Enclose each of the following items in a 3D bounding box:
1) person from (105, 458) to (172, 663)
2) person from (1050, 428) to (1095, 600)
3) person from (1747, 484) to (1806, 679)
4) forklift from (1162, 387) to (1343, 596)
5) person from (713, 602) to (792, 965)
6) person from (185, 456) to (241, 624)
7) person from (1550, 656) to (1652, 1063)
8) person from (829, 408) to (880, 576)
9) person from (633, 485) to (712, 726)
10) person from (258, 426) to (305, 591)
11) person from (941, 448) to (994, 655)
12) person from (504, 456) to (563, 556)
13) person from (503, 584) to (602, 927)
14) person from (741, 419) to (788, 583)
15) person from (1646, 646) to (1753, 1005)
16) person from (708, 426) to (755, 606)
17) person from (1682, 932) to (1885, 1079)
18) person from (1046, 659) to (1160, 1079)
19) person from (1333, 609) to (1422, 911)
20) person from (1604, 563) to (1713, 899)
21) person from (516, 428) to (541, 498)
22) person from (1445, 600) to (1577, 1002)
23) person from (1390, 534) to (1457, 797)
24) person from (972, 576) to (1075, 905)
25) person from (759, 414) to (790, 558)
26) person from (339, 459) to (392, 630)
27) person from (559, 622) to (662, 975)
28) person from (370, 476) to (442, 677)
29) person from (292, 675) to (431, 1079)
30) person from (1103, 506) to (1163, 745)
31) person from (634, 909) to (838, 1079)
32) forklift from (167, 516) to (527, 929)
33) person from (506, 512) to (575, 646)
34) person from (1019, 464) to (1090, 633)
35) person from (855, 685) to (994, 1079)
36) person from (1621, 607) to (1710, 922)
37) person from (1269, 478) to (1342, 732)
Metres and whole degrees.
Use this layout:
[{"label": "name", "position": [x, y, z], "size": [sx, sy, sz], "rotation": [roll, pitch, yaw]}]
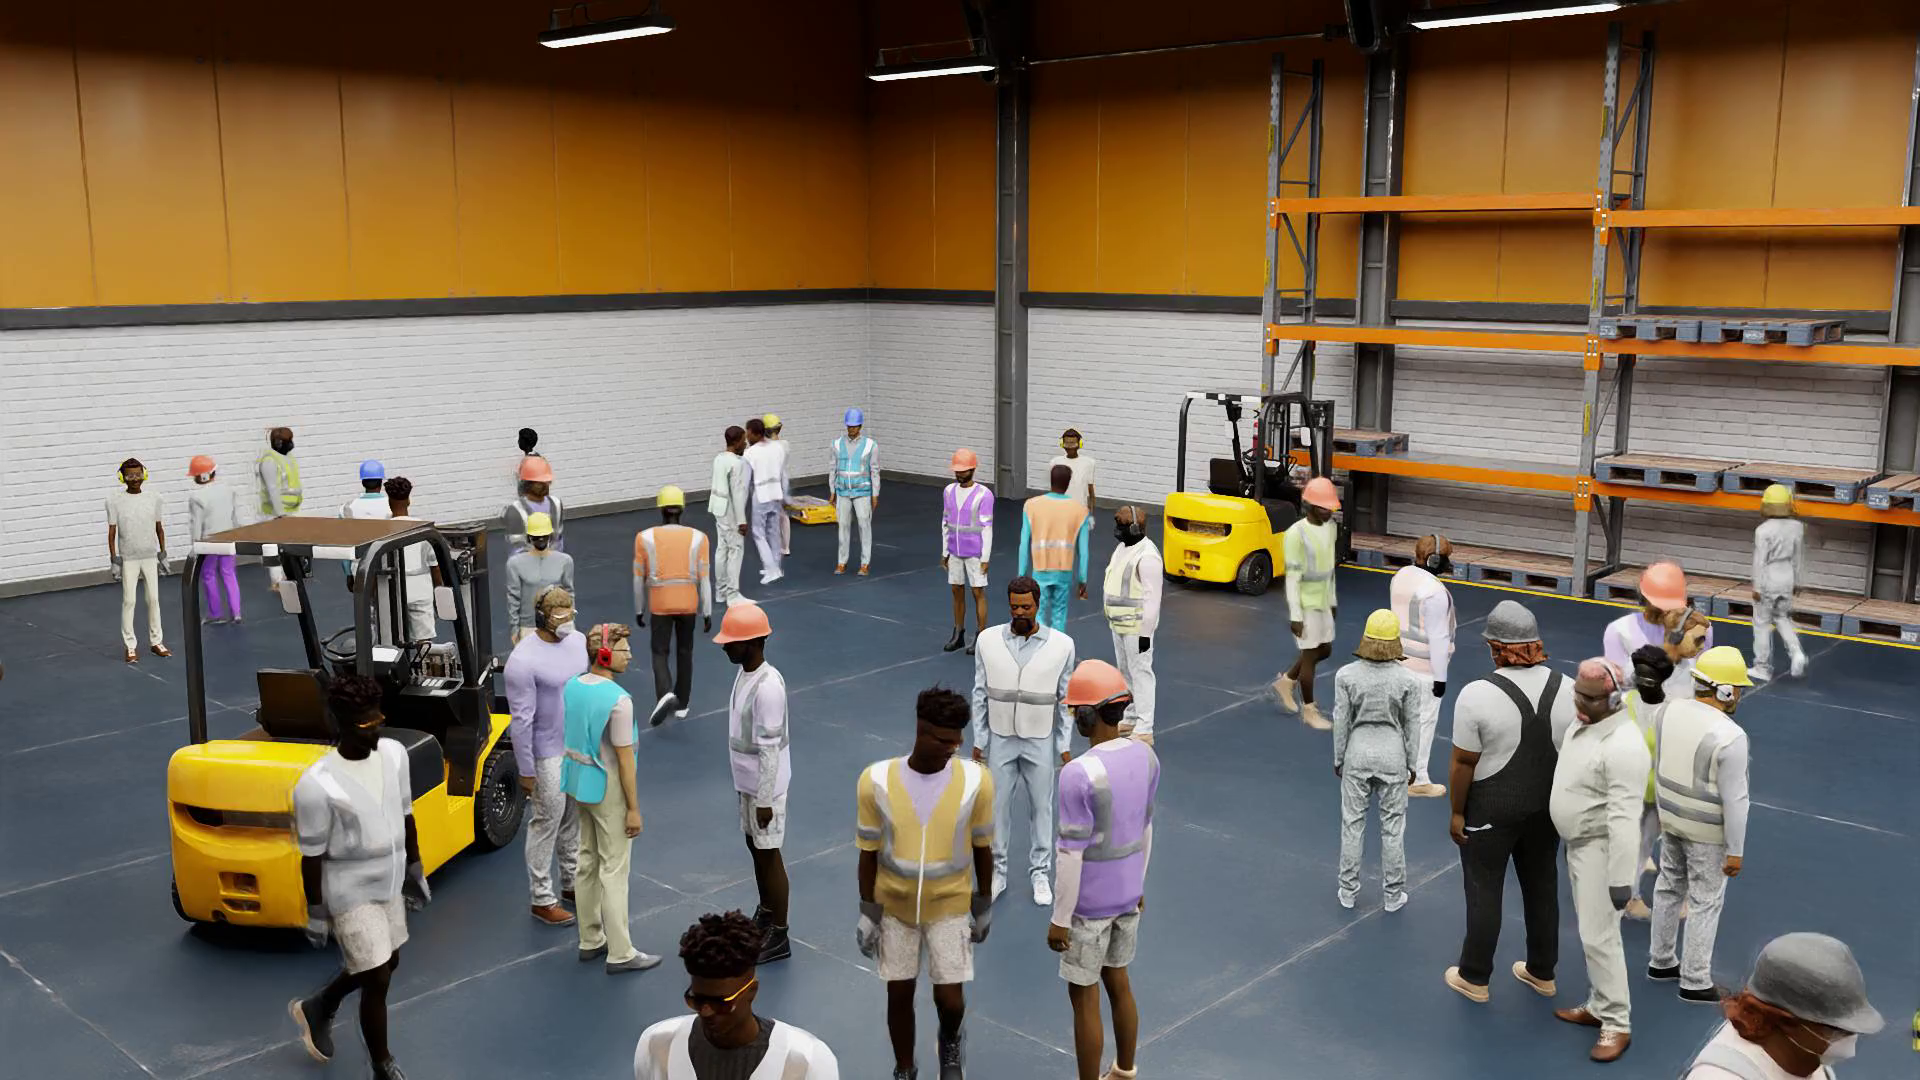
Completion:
[{"label": "person", "position": [-7.512, 0.176, 15.227], "size": [0.513, 1.872, 0.328], "rotation": [-9, 14, -43]}, {"label": "person", "position": [1.204, -0.276, 17.847], "size": [0.500, 1.862, 0.326], "rotation": [1, 10, 6]}, {"label": "person", "position": [7.107, 0.383, 14.437], "size": [0.496, 1.727, 0.480], "rotation": [-3, 10, -15]}, {"label": "forklift", "position": [3.298, -0.608, 18.767], "size": [1.214, 2.155, 2.313], "rotation": [9, 13, 42]}, {"label": "person", "position": [-1.095, 1.276, 8.805], "size": [0.389, 1.930, 0.544], "rotation": [-4, 11, -21]}, {"label": "person", "position": [-7.425, 0.003, 16.620], "size": [0.528, 1.723, 0.653], "rotation": [4, 11, 23]}, {"label": "person", "position": [2.985, 1.466, 7.850], "size": [0.401, 1.892, 0.667], "rotation": [1, 10, 4]}, {"label": "person", "position": [-1.218, -0.551, 19.187], "size": [0.611, 1.943, 0.409], "rotation": [3, 10, 14]}, {"label": "person", "position": [-2.258, 0.537, 13.139], "size": [0.612, 1.889, 0.801], "rotation": [-3, 10, -15]}, {"label": "person", "position": [-7.430, -0.337, 18.272], "size": [0.461, 1.830, 0.629], "rotation": [1, 10, 4]}, {"label": "person", "position": [0.053, 0.106, 15.461], "size": [0.545, 1.930, 0.387], "rotation": [7, 12, 34]}, {"label": "person", "position": [-3.579, 0.291, 14.139], "size": [0.477, 2.028, 0.617], "rotation": [8, 13, 38]}, {"label": "person", "position": [-2.261, 1.190, 9.298], "size": [0.375, 1.930, 0.636], "rotation": [4, 11, 24]}, {"label": "person", "position": [-2.202, -0.444, 18.792], "size": [0.652, 1.872, 0.639], "rotation": [9, 13, 42]}, {"label": "person", "position": [3.706, 1.418, 8.310], "size": [0.403, 1.819, 0.601], "rotation": [-3, 10, -16]}, {"label": "person", "position": [-2.445, -0.257, 17.606], "size": [0.411, 1.908, 0.603], "rotation": [-5, 11, -26]}, {"label": "person", "position": [2.148, 1.968, 4.539], "size": [0.572, 2.000, 0.702], "rotation": [8, 13, 39]}, {"label": "person", "position": [0.588, 1.516, 7.164], "size": [0.407, 2.029, 0.612], "rotation": [8, 13, 39]}, {"label": "person", "position": [2.371, 1.249, 9.481], "size": [0.489, 1.744, 0.295], "rotation": [3, 10, 17]}, {"label": "person", "position": [4.091, 1.099, 9.688], "size": [0.683, 1.965, 1.010], "rotation": [2, 10, 13]}, {"label": "person", "position": [-4.982, -0.459, 19.333], "size": [0.321, 1.697, 0.530], "rotation": [0, 10, -2]}, {"label": "person", "position": [2.751, 1.292, 8.389], "size": [0.684, 2.000, 0.535], "rotation": [-2, 10, -11]}, {"label": "person", "position": [3.186, 0.861, 11.460], "size": [0.429, 1.830, 0.635], "rotation": [-2, 10, -12]}, {"label": "person", "position": [0.362, 1.143, 9.585], "size": [0.587, 1.920, 0.390], "rotation": [1, 10, 8]}, {"label": "person", "position": [-2.262, -0.647, 20.218], "size": [0.313, 1.767, 0.523], "rotation": [5, 11, 27]}, {"label": "person", "position": [-5.085, 0.264, 14.538], "size": [0.605, 1.939, 0.415], "rotation": [-1, 10, -4]}, {"label": "person", "position": [-1.865, 1.341, 8.675], "size": [0.396, 1.841, 0.565], "rotation": [-9, 13, -42]}, {"label": "person", "position": [-4.453, 0.463, 13.346], "size": [0.607, 1.957, 0.380], "rotation": [-5, 11, -26]}, {"label": "person", "position": [-2.717, 1.519, 7.400], "size": [0.817, 1.942, 0.617], "rotation": [4, 11, 21]}, {"label": "person", "position": [1.296, 0.649, 12.617], "size": [0.429, 1.842, 0.633], "rotation": [-3, 10, -16]}, {"label": "person", "position": [-0.638, 1.977, 4.702], "size": [0.612, 1.963, 0.361], "rotation": [2, 10, 10]}, {"label": "forklift", "position": [-3.583, 0.976, 9.748], "size": [1.214, 2.155, 2.313], "rotation": [2, 10, 11]}, {"label": "person", "position": [-3.207, 0.657, 12.785], "size": [0.524, 1.769, 0.326], "rotation": [-5, 11, -26]}, {"label": "person", "position": [0.833, 0.291, 14.544], "size": [0.631, 1.880, 0.715], "rotation": [0, 10, -2]}, {"label": "person", "position": [-0.153, 1.566, 7.133], "size": [0.587, 1.940, 0.416], "rotation": [1, 10, 3]}, {"label": "person", "position": [3.875, 1.240, 9.351], "size": [0.523, 1.800, 0.633], "rotation": [-5, 11, -25]}, {"label": "person", "position": [2.706, 0.490, 13.074], "size": [0.667, 2.003, 0.707], "rotation": [-10, 14, -43]}]
